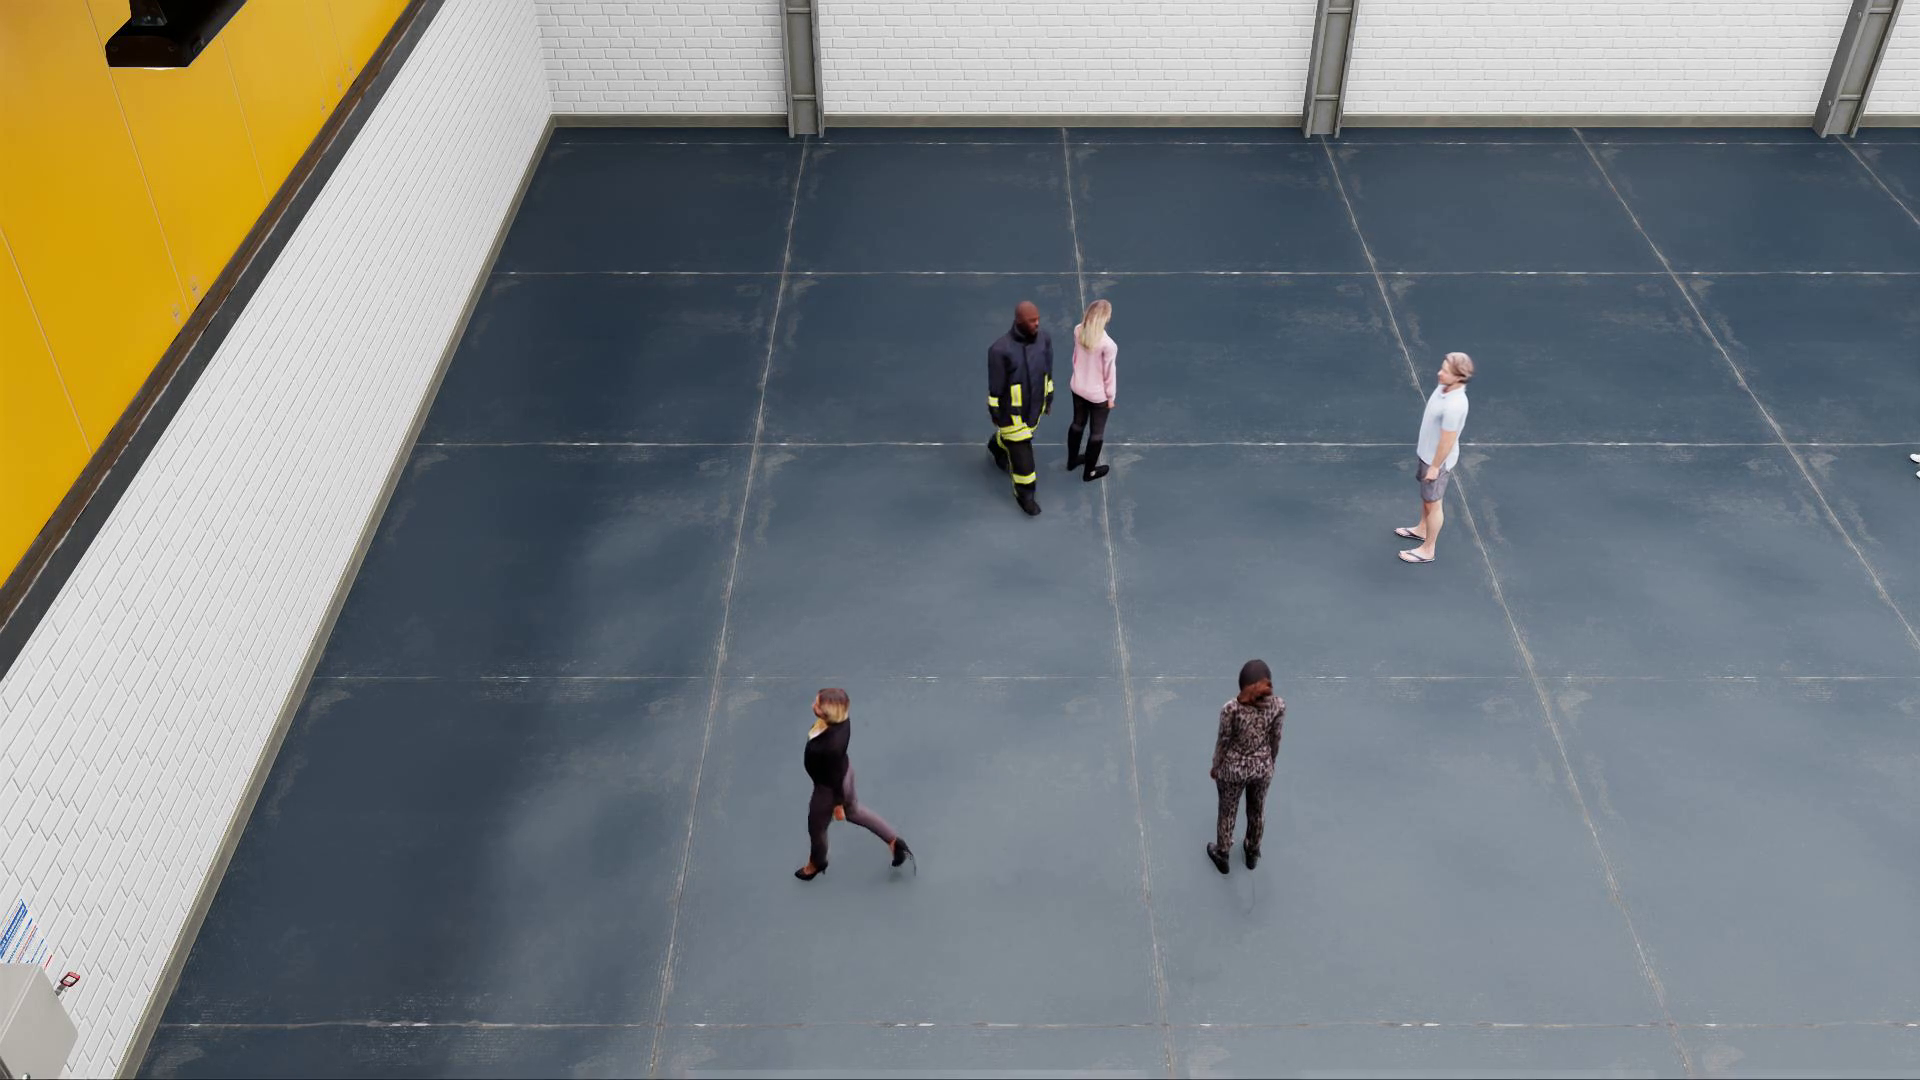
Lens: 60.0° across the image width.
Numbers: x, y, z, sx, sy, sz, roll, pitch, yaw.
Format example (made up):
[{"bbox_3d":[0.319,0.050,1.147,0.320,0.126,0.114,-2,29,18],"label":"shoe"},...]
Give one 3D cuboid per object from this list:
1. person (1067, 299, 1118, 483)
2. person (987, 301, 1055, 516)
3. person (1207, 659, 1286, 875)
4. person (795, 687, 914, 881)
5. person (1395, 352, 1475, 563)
[{"bbox_3d":[1.068,-1.233,13.662,0.737,1.683,0.688,-29,47,-31],"label":"person"},{"bbox_3d":[0.445,-1.173,13.506,1.267,1.783,1.189,-20,43,-23],"label":"person"},{"bbox_3d":[1.767,1.411,10.326,0.519,1.714,0.665,-6,39,-7],"label":"person"},{"bbox_3d":[-0.683,1.525,10.239,0.979,1.645,0.606,1,39,1],"label":"person"},{"bbox_3d":[3.689,-0.652,12.814,0.591,1.832,0.689,5,39,6],"label":"person"}]
